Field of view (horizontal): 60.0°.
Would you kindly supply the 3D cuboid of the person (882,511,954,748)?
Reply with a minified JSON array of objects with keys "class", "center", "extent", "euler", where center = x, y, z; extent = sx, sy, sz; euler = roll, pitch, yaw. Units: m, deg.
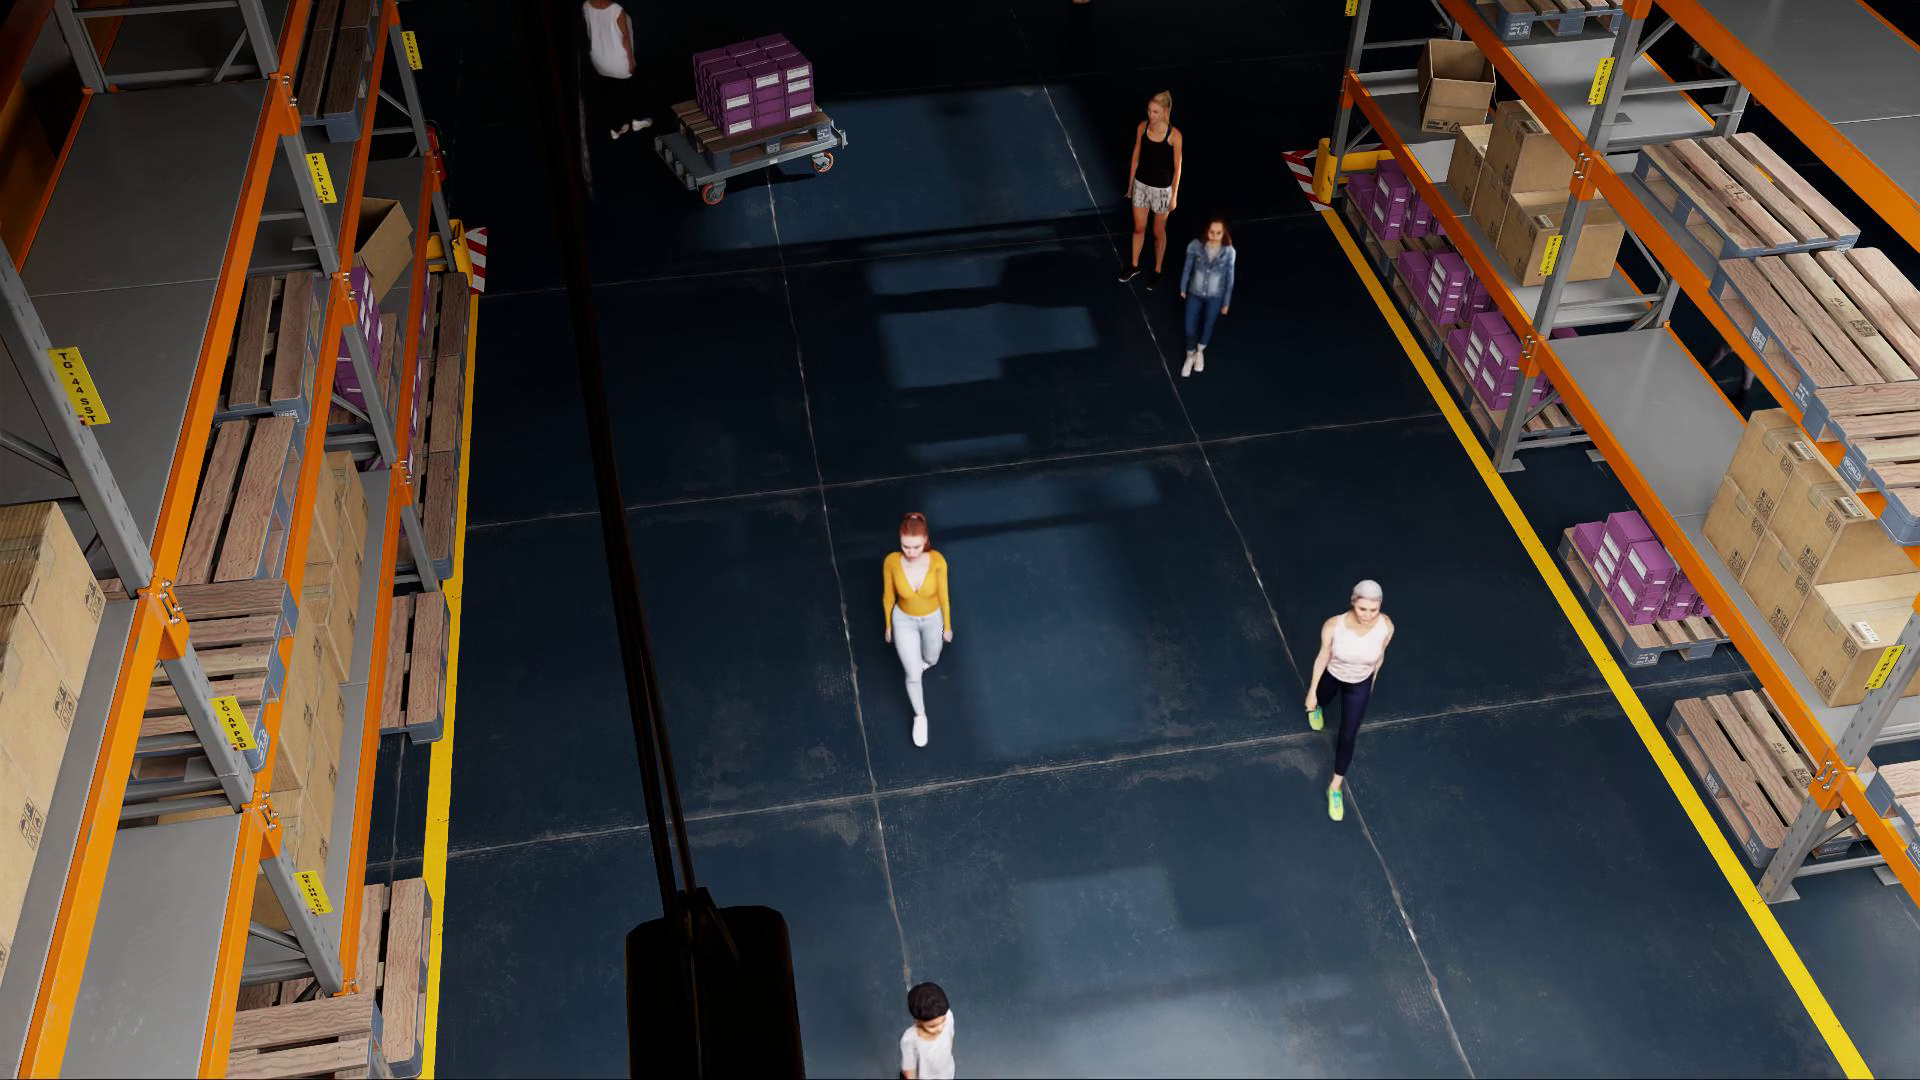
[{"class":"person","center":[-0.262,0.476,10.583],"extent":[0.656,1.728,0.988],"euler":[-2,44,-2]}]

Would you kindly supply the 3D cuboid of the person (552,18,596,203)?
[{"class":"person","center":[-3.572,-3.901,15.228],"extent":[0.796,1.659,1.266],"euler":[-19,47,-19]}]

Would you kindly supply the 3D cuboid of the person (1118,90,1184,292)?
[{"class":"person","center":[1.649,-3.001,14.149],"extent":[0.683,1.845,0.726],"euler":[23,48,22]}]

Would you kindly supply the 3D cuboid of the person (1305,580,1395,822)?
[{"class":"person","center":[2.345,0.810,10.281],"extent":[0.803,1.661,1.257],"euler":[2,44,2]}]

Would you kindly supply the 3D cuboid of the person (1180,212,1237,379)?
[{"class":"person","center":[1.985,-2.025,13.395],"extent":[0.665,1.471,0.684],"euler":[7,44,8]}]

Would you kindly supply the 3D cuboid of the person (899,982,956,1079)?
[{"class":"person","center":[-0.204,2.670,8.647],"extent":[0.644,1.222,0.912],"euler":[-19,47,-19]}]

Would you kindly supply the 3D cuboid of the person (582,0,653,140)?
[{"class":"person","center":[-3.359,-4.624,15.974],"extent":[0.835,1.677,0.888],"euler":[19,47,19]}]
